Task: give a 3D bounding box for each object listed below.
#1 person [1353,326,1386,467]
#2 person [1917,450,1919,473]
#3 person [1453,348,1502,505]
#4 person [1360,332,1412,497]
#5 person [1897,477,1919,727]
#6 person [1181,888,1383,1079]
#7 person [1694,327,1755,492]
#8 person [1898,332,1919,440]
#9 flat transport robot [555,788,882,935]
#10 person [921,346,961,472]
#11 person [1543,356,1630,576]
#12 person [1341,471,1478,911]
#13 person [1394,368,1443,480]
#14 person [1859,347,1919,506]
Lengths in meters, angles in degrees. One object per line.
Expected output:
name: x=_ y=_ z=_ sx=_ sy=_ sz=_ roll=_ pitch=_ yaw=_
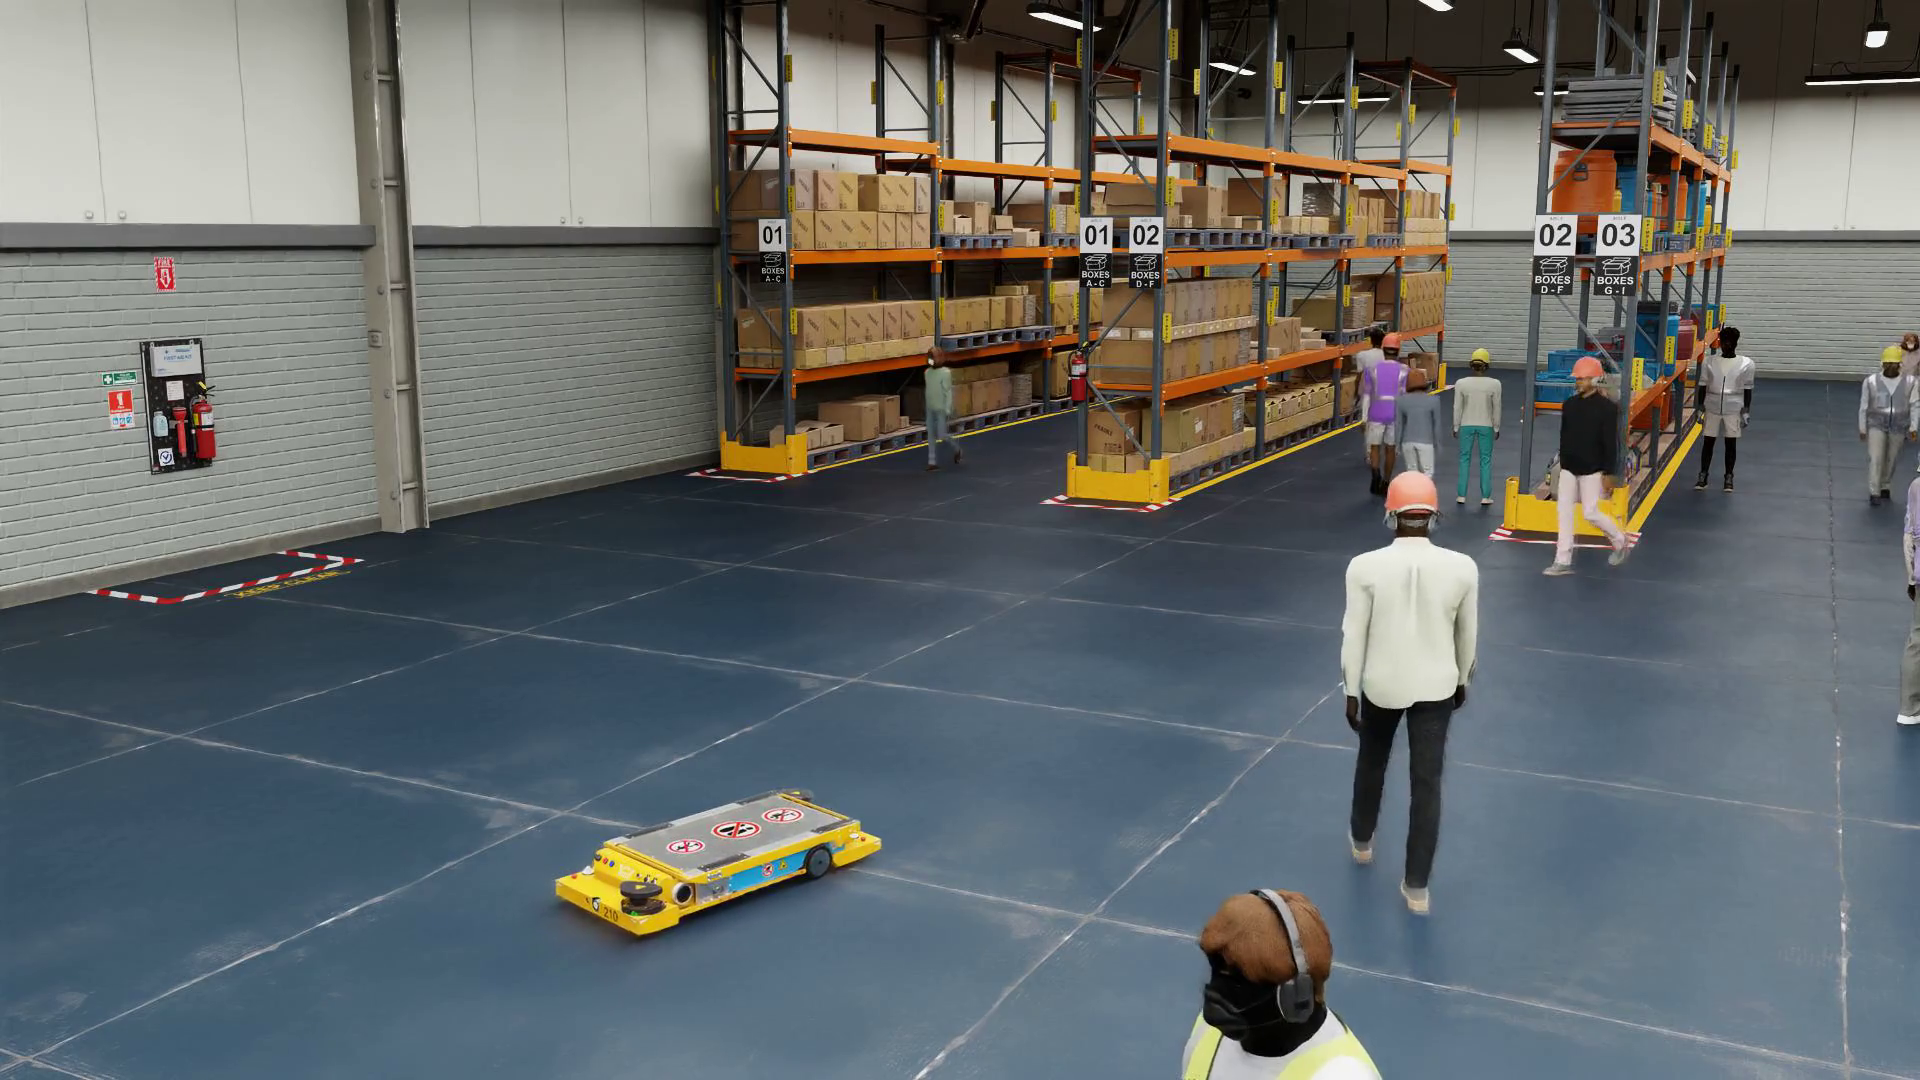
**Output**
person: x=5.472 y=-1.899 z=22.023 sx=0.533 sy=1.845 sz=0.855 roll=5 pitch=11 yaw=25
person: x=12.552 y=-1.716 z=21.224 sx=0.523 sy=1.759 sz=0.336 roll=4 pitch=11 yaw=20
person: x=5.835 y=-1.273 z=18.780 sx=0.523 sy=1.769 sz=0.313 roll=4 pitch=11 yaw=21
person: x=4.922 y=-1.432 z=19.220 sx=0.571 sy=1.920 sz=0.520 roll=3 pitch=11 yaw=15
person: x=6.002 y=0.235 z=10.113 sx=0.366 sy=1.928 sz=0.585 roll=-3 pitch=11 yaw=-15
person: x=0.590 y=1.547 z=3.231 sx=0.430 sy=1.837 sz=0.631 roll=-3 pitch=11 yaw=-13
person: x=9.072 y=-1.551 z=19.767 sx=0.600 sy=1.958 sz=0.377 roll=6 pitch=12 yaw=30
person: x=14.060 y=-2.282 z=24.709 sx=0.500 sy=1.613 sz=0.444 roll=4 pitch=11 yaw=21
flat transport robot: x=-1.113 y=1.480 z=7.846 sx=0.652 sy=0.197 sz=1.431 roll=10 pitch=14 yaw=43
person: x=-0.258 y=-1.697 z=21.475 sx=0.546 sy=1.617 sz=0.517 roll=-10 pitch=14 yaw=-42
person: x=5.640 y=-0.659 z=14.875 sx=0.783 sy=1.973 sz=0.621 roll=-5 pitch=11 yaw=-25
person: x=2.082 y=0.649 z=7.773 sx=0.618 sy=1.956 sz=0.980 roll=2 pitch=11 yaw=10
person: x=4.890 y=-1.026 z=17.820 sx=0.529 sy=1.614 sz=0.485 roll=6 pitch=12 yaw=29
person: x=10.543 y=-1.303 z=18.895 sx=0.585 sy=1.792 sz=0.930 roll=4 pitch=11 yaw=22
